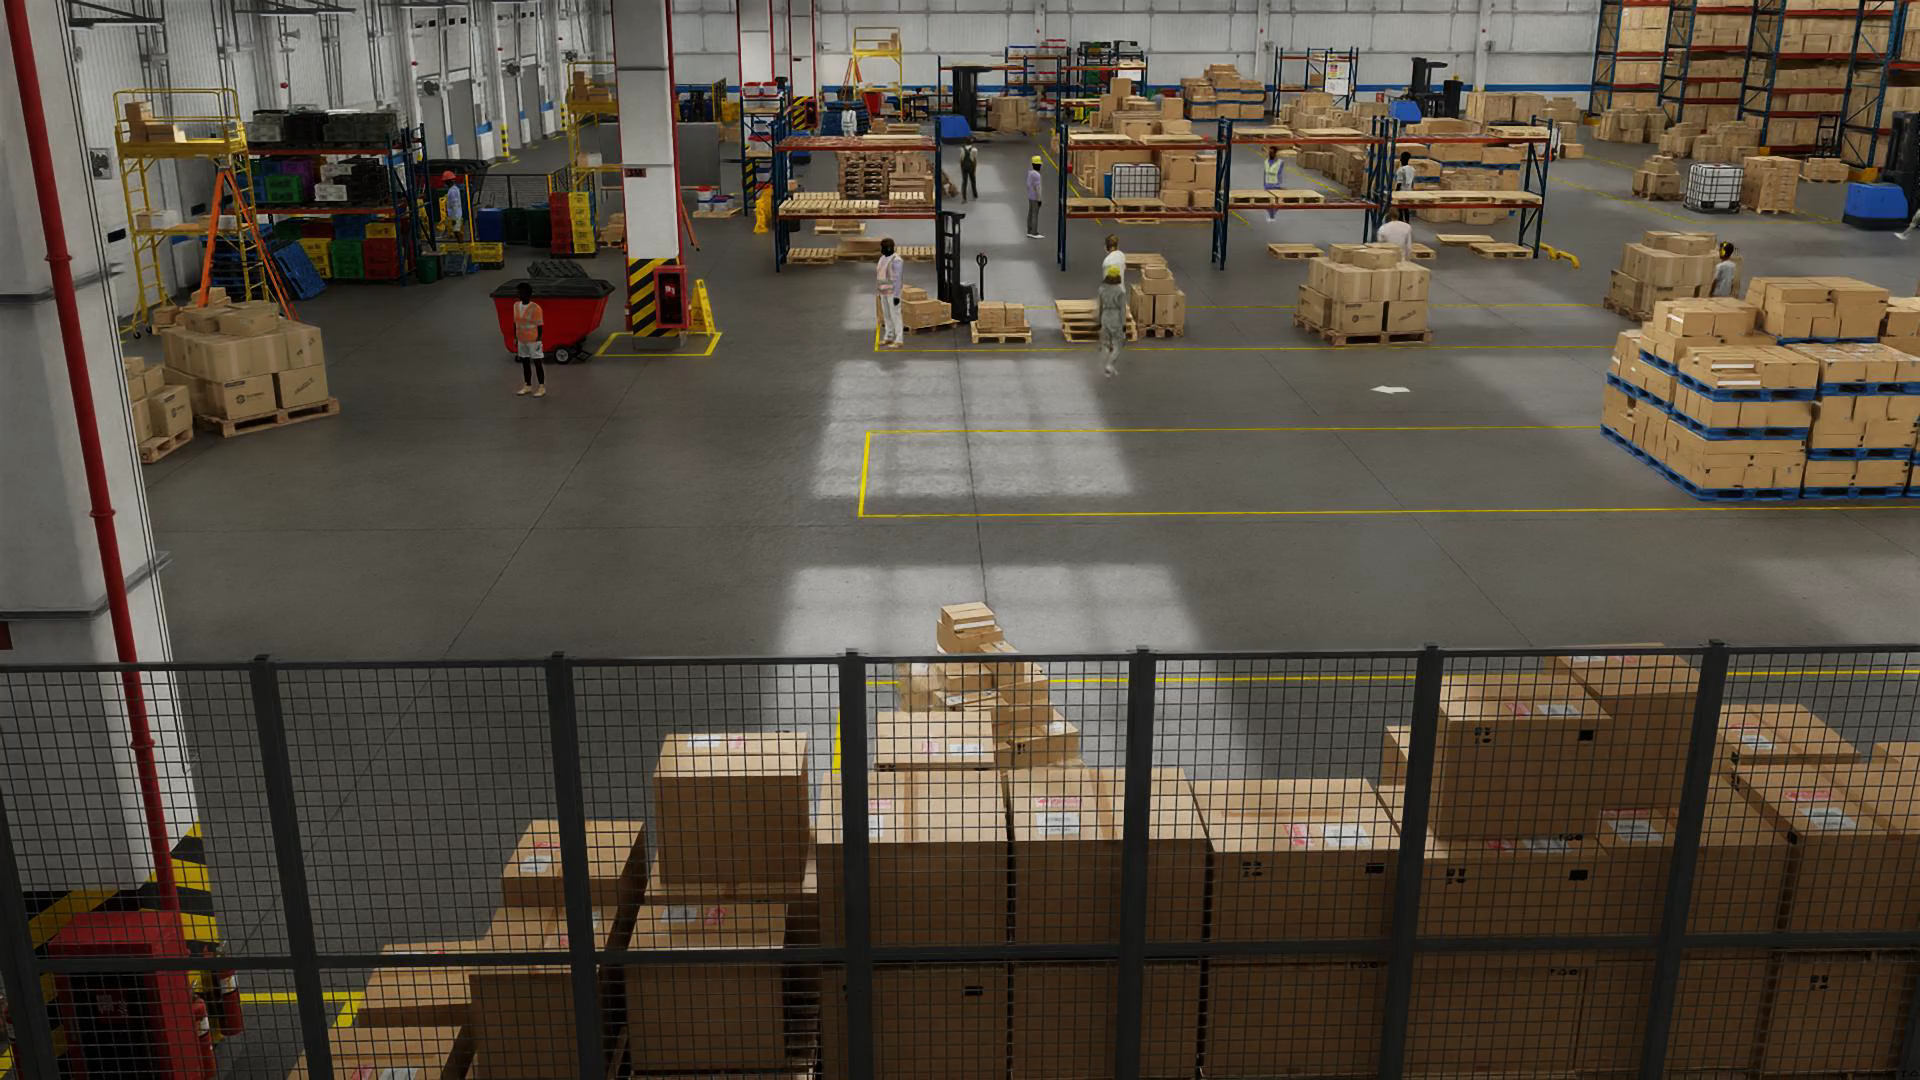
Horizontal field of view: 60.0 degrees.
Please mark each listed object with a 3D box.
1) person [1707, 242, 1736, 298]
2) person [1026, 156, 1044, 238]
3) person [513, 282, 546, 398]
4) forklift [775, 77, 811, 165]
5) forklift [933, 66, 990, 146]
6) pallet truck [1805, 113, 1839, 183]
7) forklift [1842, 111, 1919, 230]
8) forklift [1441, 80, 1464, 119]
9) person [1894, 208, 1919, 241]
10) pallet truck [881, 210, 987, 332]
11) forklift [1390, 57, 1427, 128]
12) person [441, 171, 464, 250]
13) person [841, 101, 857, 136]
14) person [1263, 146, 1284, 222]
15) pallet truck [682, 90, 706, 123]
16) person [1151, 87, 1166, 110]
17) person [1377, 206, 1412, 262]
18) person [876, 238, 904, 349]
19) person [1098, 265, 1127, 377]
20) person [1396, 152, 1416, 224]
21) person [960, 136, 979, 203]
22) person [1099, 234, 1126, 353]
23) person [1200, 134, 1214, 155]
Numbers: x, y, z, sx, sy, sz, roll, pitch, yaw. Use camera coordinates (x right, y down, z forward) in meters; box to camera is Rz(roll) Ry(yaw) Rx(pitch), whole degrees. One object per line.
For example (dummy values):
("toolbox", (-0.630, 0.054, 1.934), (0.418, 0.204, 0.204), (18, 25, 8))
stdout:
("person", (12.423, -3.922, 27.102), (0.522, 1.849, 0.735), (-15, 23, -37))
("person", (1.788, -8.145, 39.501), (0.367, 1.927, 0.594), (-8, 20, -22))
("person", (-6.339, -2.939, 24.413), (0.540, 1.696, 0.315), (10, 21, 26))
("forklift", (-5.920, -13.893, 55.085), (1.873, 2.768, 1.129), (-1, 19, -1))
("forklift", (0.030, -16.139, 61.749), (1.873, 2.768, 1.129), (-10, 21, -28))
("pallet truck", (26.403, -11.957, 50.702), (0.823, 1.965, 1.885), (6, 19, 16))
("forklift", (23.028, -9.083, 40.818), (1.873, 2.768, 1.129), (-1, 19, -2))
("forklift", (15.644, -13.239, 53.146), (1.873, 2.768, 1.129), (-1, 19, -1))
("person", (22.515, -7.868, 38.850), (0.557, 1.813, 0.973), (-14, 23, -36))
("pallet truck", (-0.493, -4.759, 29.349), (1.885, 1.965, 0.823), (-13, 23, -34))
("forklift", (18.876, -18.497, 68.743), (1.873, 2.768, 1.129), (-1, 19, -1))
("person", (-11.076, -7.084, 36.350), (0.378, 1.928, 0.550), (-4, 19, -12))
("person", (-3.856, -14.254, 57.691), (0.585, 1.882, 0.337), (10, 21, 27))
("person", (7.898, -9.001, 42.067), (0.441, 1.908, 0.586), (-17, 25, -41))
("pallet truck", (-9.671, -15.907, 62.421), (0.823, 1.965, 1.885), (5, 19, 15))
("person", (7.747, -16.620, 64.676), (0.683, 1.908, 0.462), (13, 23, 34))
("person", (7.991, -5.188, 30.731), (0.642, 1.926, 0.425), (-1, 19, -4))
("person", (-1.172, -4.110, 27.678), (0.430, 1.841, 0.623), (-11, 22, -30))
("person", (2.359, -3.371, 25.631), (0.511, 1.727, 0.353), (13, 22, 33))
("person", (10.674, -8.358, 40.073), (0.603, 1.966, 0.368), (-15, 23, -37))
("person", (0.257, -10.235, 45.905), (0.516, 1.791, 0.971), (5, 19, 14))
("person", (2.510, -4.048, 27.333), (0.353, 1.936, 0.633), (9, 21, 25))
("person", (6.790, -10.114, 45.400), (0.679, 1.882, 0.554), (0, 19, -1))
